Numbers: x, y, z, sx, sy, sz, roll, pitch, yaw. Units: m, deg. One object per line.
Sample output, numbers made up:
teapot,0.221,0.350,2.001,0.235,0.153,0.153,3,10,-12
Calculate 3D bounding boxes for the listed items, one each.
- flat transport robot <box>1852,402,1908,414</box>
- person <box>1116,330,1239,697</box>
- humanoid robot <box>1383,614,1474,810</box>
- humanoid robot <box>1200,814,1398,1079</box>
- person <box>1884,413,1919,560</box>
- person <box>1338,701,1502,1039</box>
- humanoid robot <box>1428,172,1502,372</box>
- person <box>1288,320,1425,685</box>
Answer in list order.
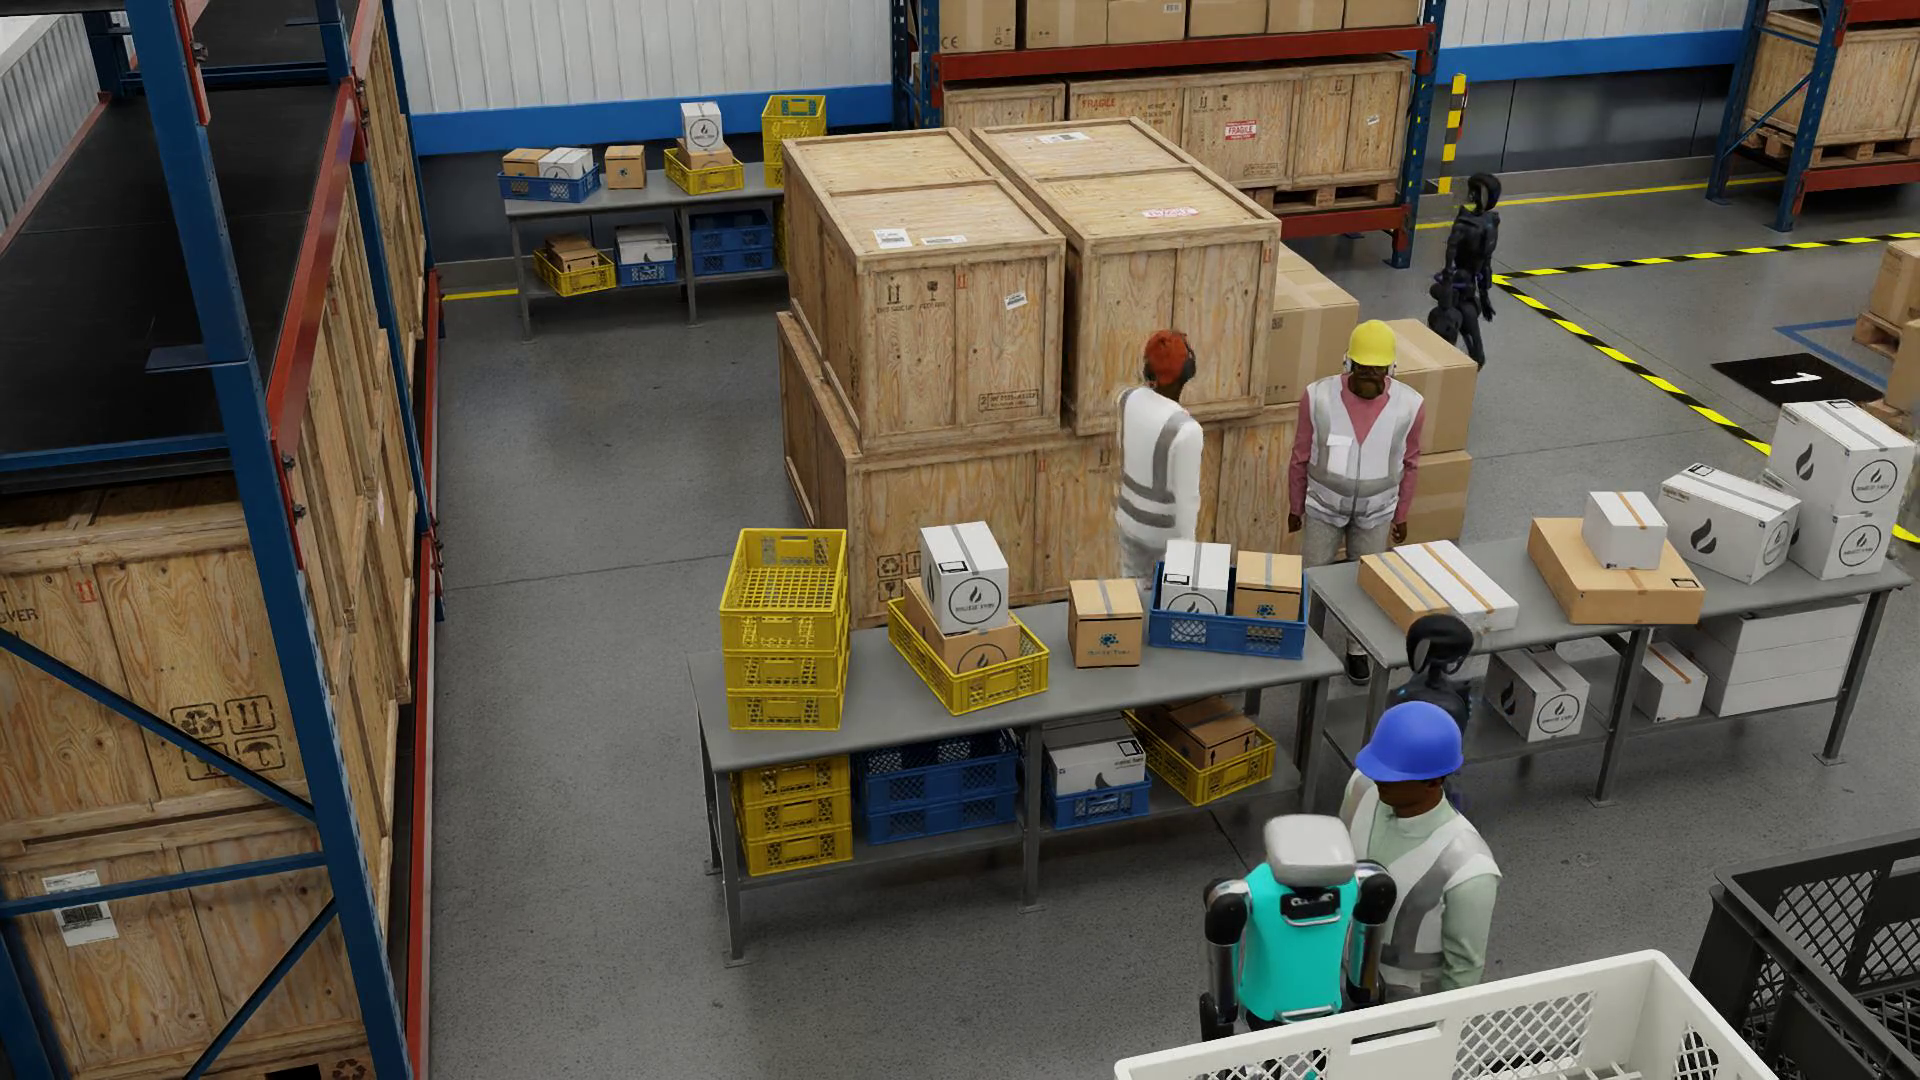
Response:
flat transport robot,6.105,-0.546,10.078,0.652,0.197,1.431,-16,33,-27
person,1.033,-0.108,7.688,0.791,1.837,0.609,-17,33,-27
humanoid robot,1.549,0.984,5.874,0.473,1.653,0.584,3,29,5
humanoid robot,0.967,1.603,4.579,0.533,1.694,0.731,-5,29,-9
person,5.313,-0.601,8.697,0.932,1.710,0.575,13,31,22
person,1.280,1.303,5.011,0.386,1.947,0.612,-14,32,-24
humanoid robot,3.092,-1.487,10.352,0.374,1.642,0.609,25,38,38
person,1.825,-0.163,7.786,0.589,1.837,0.404,4,29,7
